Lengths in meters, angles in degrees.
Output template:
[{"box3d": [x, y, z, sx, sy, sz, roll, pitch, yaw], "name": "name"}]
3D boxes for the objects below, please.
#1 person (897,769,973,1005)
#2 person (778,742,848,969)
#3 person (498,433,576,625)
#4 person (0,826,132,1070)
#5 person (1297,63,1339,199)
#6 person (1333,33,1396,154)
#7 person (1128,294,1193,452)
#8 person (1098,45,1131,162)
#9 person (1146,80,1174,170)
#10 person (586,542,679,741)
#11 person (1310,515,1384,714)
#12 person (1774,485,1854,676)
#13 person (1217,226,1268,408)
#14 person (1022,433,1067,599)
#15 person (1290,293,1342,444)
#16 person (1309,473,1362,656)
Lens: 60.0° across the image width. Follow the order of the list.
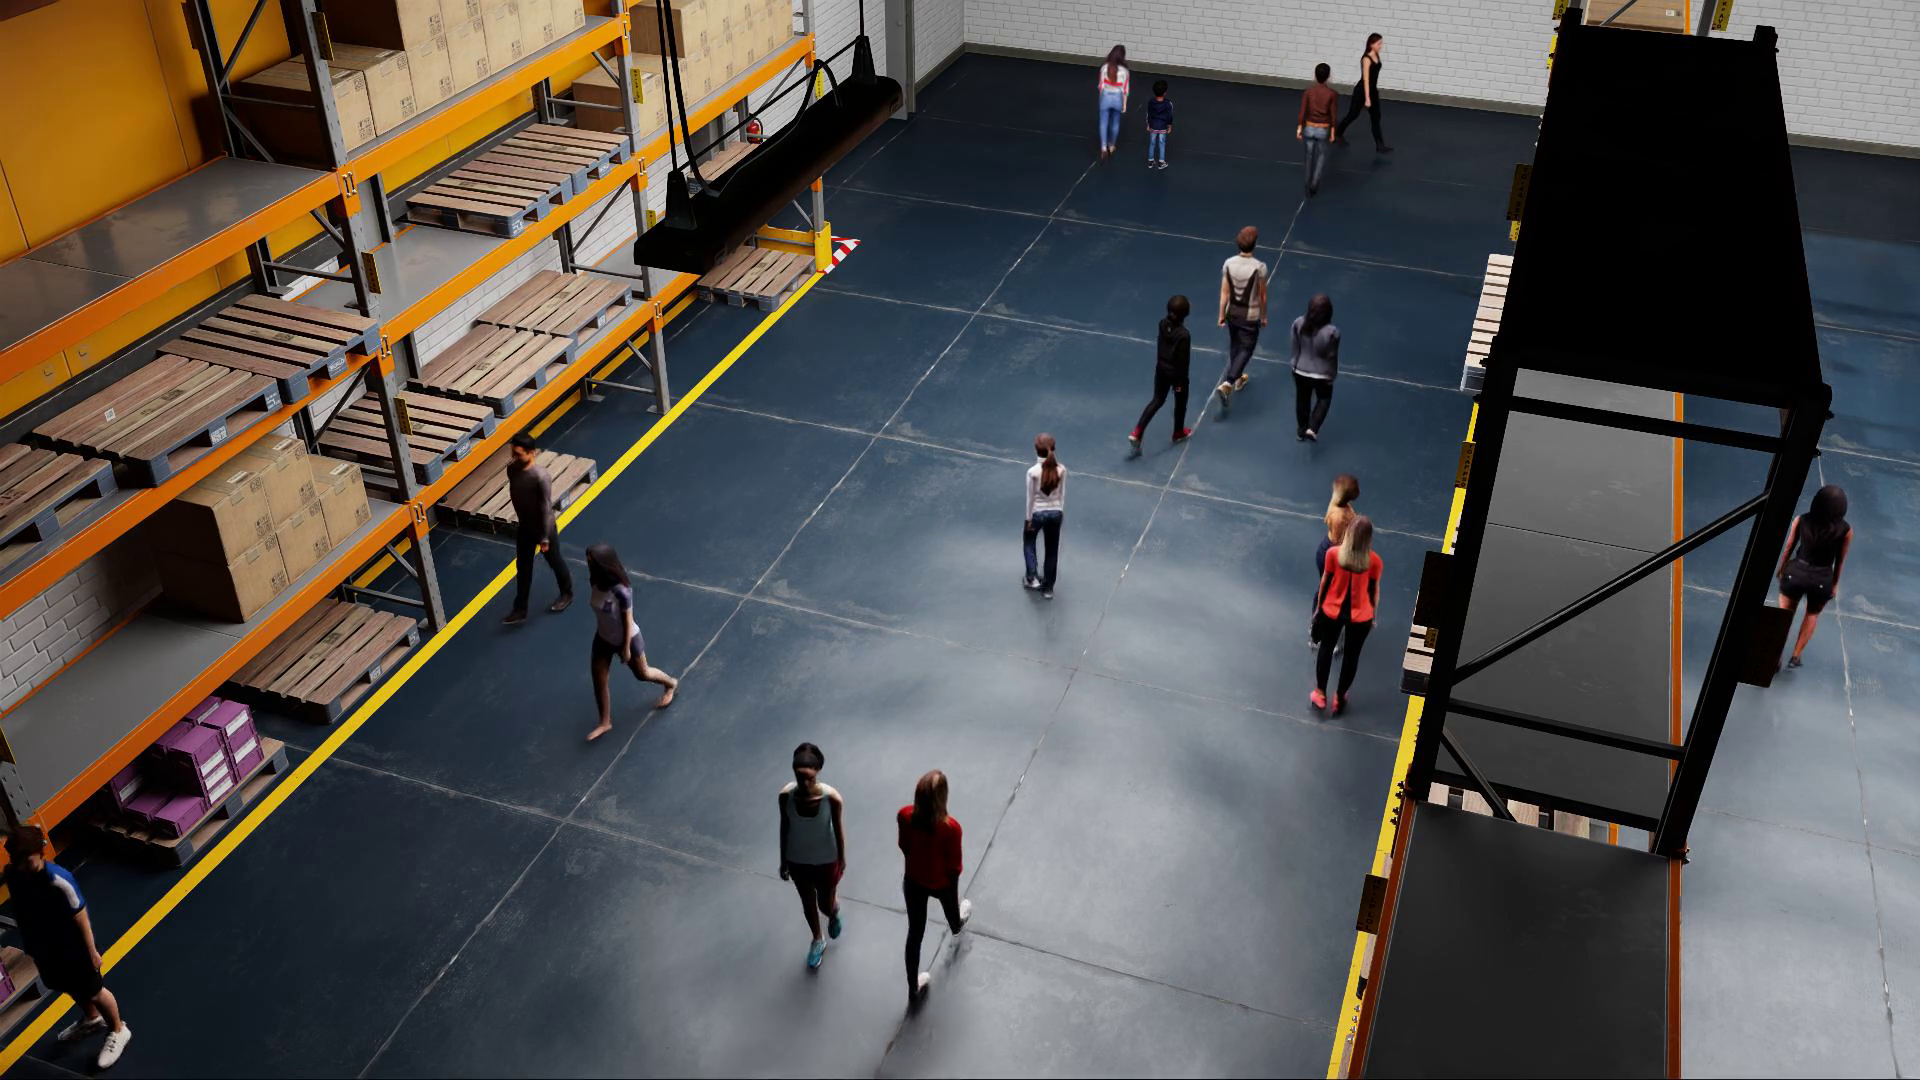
[{"box3d": [-0.231, 2.210, 10.460, 0.669, 1.656, 1.097, 13, 36, 19], "name": "person"}, {"box3d": [-0.936, 1.981, 10.715, 0.647, 1.755, 0.752, 5, 34, 7], "name": "person"}, {"box3d": [-3.468, -0.140, 13.917, 0.803, 1.743, 1.032, 17, 37, 24], "name": "person"}, {"box3d": [-5.398, 2.394, 9.995, 0.725, 1.863, 0.616, 14, 36, 20], "name": "person"}, {"box3d": [4.638, -5.284, 21.628, 0.692, 1.774, 0.714, 9, 35, 13], "name": "person"}, {"box3d": [5.559, -6.186, 23.105, 0.880, 1.640, 1.142, 22, 39, 29], "name": "person"}, {"box3d": [1.997, -1.604, 16.200, 1.144, 1.653, 0.932, -26, 41, -33], "name": "person"}, {"box3d": [2.078, -5.986, 22.858, 0.695, 1.581, 1.016, 5, 34, 7], "name": "person"}, {"box3d": [2.712, -5.686, 22.732, 0.522, 1.221, 0.493, 13, 36, 19], "name": "person"}, {"box3d": [-2.538, 0.715, 12.693, 0.772, 1.674, 1.119, 21, 39, 28], "name": "person"}, {"box3d": [2.963, 0.615, 12.851, 0.648, 1.666, 0.706, 13, 36, 19], "name": "person"}, {"box3d": [6.685, 0.377, 13.151, 0.645, 1.730, 0.647, 17, 37, 24], "name": "person"}, {"box3d": [2.867, -2.259, 16.985, 0.816, 1.875, 1.179, 19, 38, 26], "name": "person"}, {"box3d": [0.740, -0.162, 14.131, 0.623, 1.541, 0.682, -5, 34, -7], "name": "person"}, {"box3d": [3.445, -1.651, 16.331, 0.733, 1.587, 0.797, 20, 38, 27], "name": "person"}, {"box3d": [3.042, 0.163, 13.565, 0.633, 1.628, 0.467, 9, 35, 14], "name": "person"}]
